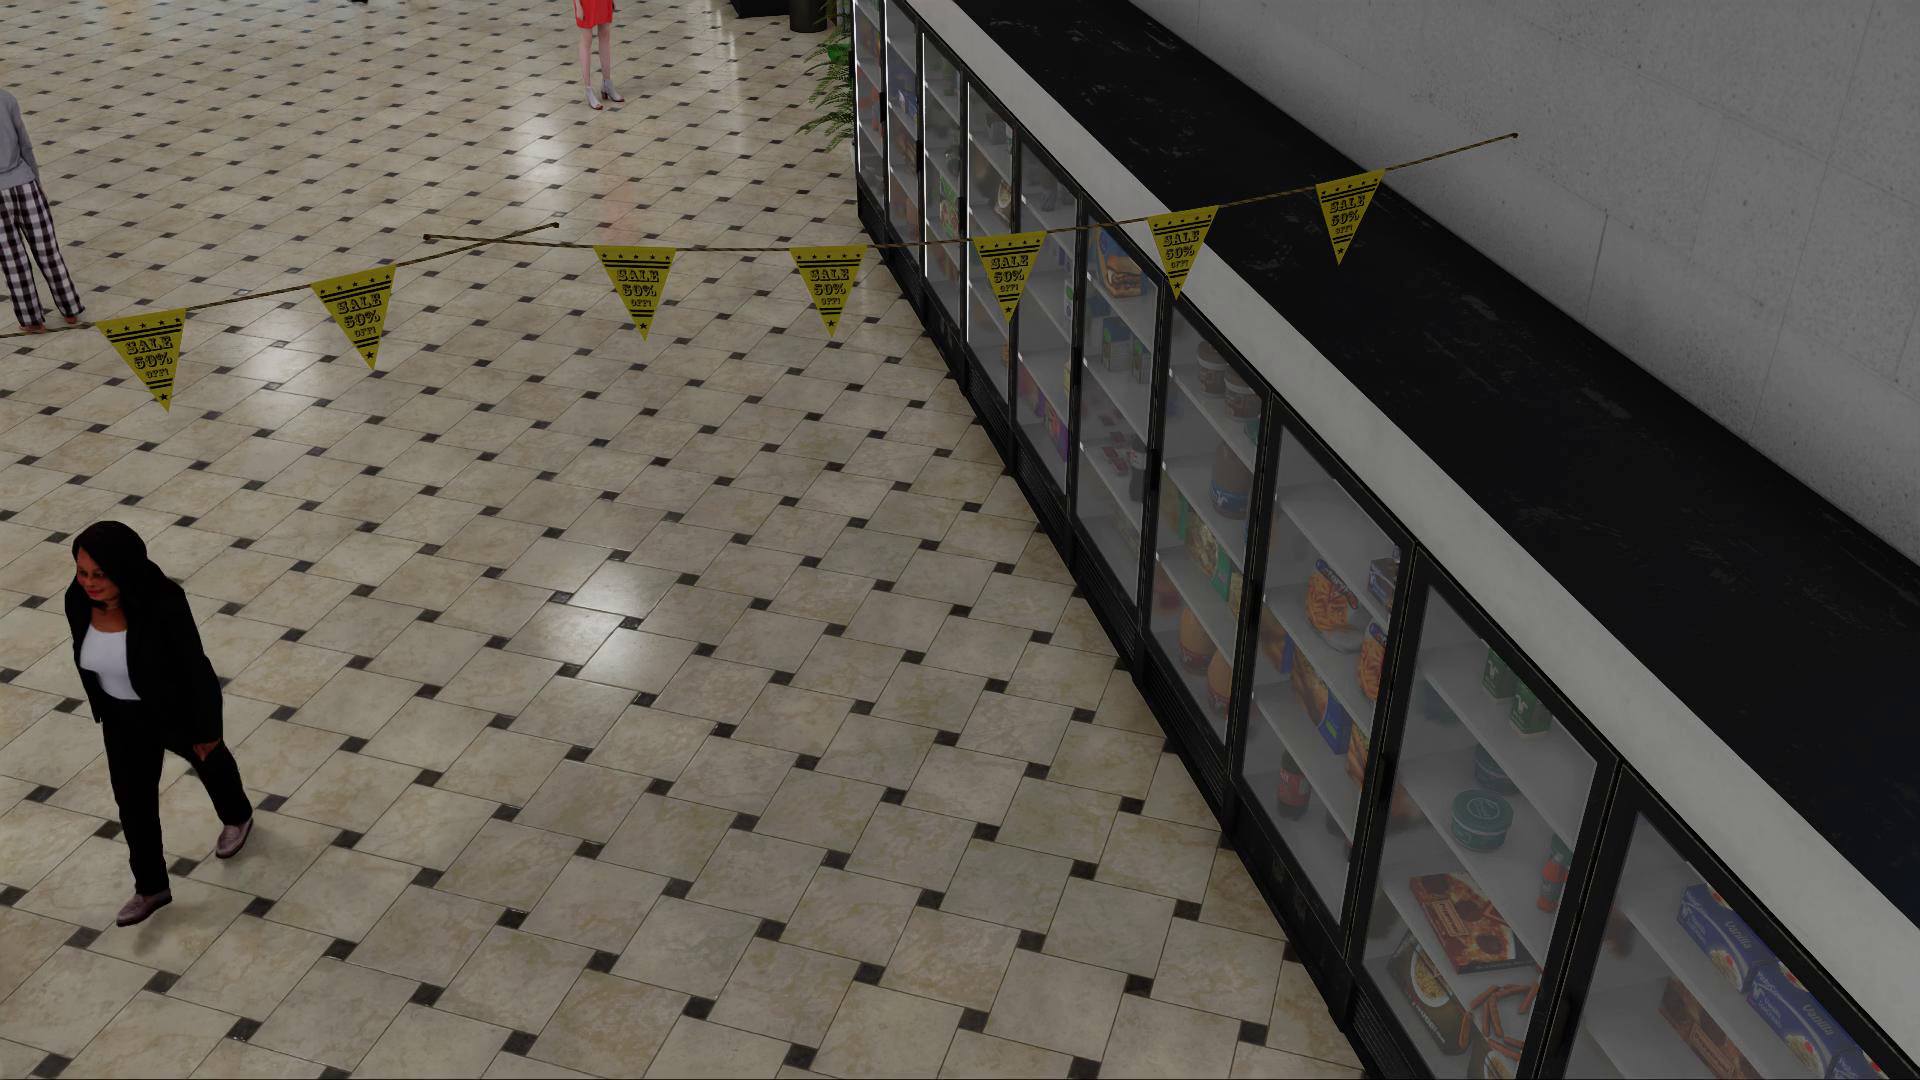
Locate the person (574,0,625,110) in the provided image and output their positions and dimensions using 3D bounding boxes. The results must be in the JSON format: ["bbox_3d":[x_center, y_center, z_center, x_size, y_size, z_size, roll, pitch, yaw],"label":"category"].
[{"bbox_3d":[-3.206,-4.713,14.494,0.730,1.828,0.647,21,37,30],"label":"person"}]

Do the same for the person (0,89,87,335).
[{"bbox_3d":[-5.973,-2.190,10.420,0.650,1.846,0.772,-27,41,-36],"label":"person"}]

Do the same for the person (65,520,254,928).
[{"bbox_3d":[-2.947,0.579,6.218,0.984,1.585,0.924,1,32,2],"label":"person"}]
